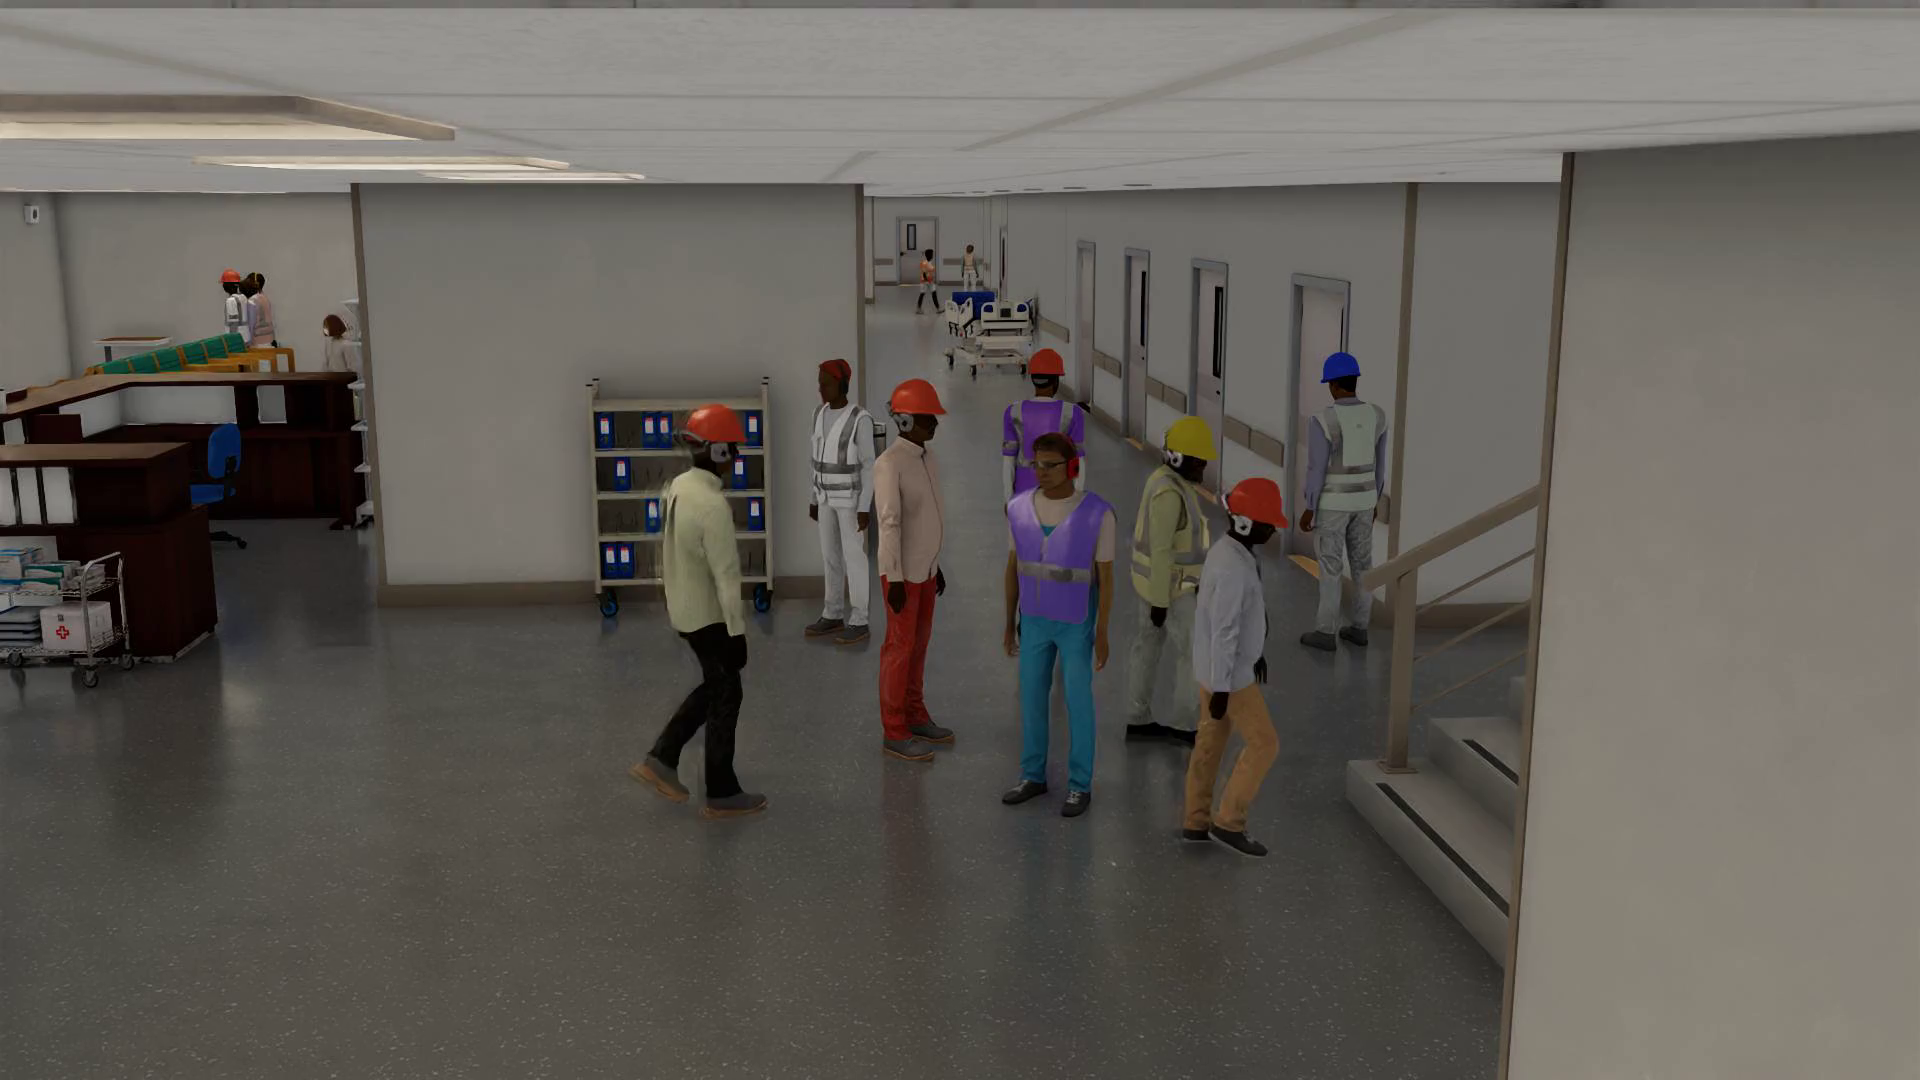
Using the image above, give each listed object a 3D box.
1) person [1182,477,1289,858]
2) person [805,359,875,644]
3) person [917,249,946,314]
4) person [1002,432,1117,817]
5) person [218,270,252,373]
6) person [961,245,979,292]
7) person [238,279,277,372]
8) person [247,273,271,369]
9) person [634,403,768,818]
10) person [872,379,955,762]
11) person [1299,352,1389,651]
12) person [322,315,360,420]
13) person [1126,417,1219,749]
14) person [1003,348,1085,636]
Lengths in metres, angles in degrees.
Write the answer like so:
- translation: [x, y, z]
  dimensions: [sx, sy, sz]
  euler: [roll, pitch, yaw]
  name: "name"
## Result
- translation: [1.237, 0.564, 7.386]
  dimensions: [0.516, 1.718, 0.581]
  euler: [0, 12, 1]
  name: "person"
- translation: [-0.797, -0.258, 11.002]
  dimensions: [0.340, 1.883, 0.585]
  euler: [-11, 16, -42]
  name: "person"
- translation: [-0.767, -6.580, 42.438]
  dimensions: [0.856, 1.649, 0.545]
  euler: [8, 14, 35]
  name: "person"
- translation: [0.477, 0.389, 7.951]
  dimensions: [0.565, 1.844, 0.387]
  euler: [7, 13, 29]
  name: "person"
- translation: [-10.203, -2.831, 23.451]
  dimensions: [0.360, 1.939, 0.543]
  euler: [-1, 12, -3]
  name: "person"
- translation: [0.286, -7.603, 47.502]
  dimensions: [0.522, 1.638, 0.305]
  euler: [3, 12, 14]
  name: "person"
- translation: [-10.165, -2.837, 23.828]
  dimensions: [0.790, 1.798, 0.692]
  euler: [-1, 12, -3]
  name: "person"
- translation: [-10.135, -2.936, 24.134]
  dimensions: [0.313, 1.869, 0.538]
  euler: [-4, 12, -20]
  name: "person"
- translation: [-1.212, 0.349, 7.785]
  dimensions: [0.517, 1.979, 0.637]
  euler: [-5, 13, -23]
  name: "person"
- translation: [-0.247, 0.148, 8.745]
  dimensions: [0.376, 1.996, 0.612]
  euler: [4, 12, 20]
  name: "person"
- translation: [2.478, -0.245, 10.806]
  dimensions: [0.604, 1.939, 0.401]
  euler: [-5, 13, -24]
  name: "person"
- translation: [-7.184, -1.774, 19.110]
  dimensions: [0.521, 1.598, 0.773]
  euler: [10, 15, 40]
  name: "person"
- translation: [1.173, 0.235, 8.799]
  dimensions: [0.627, 1.796, 0.621]
  euler: [0, 12, 2]
  name: "person"
- translation: [0.563, -0.312, 11.144]
  dimensions: [0.550, 1.933, 0.375]
  euler: [2, 12, 10]
  name: "person"
